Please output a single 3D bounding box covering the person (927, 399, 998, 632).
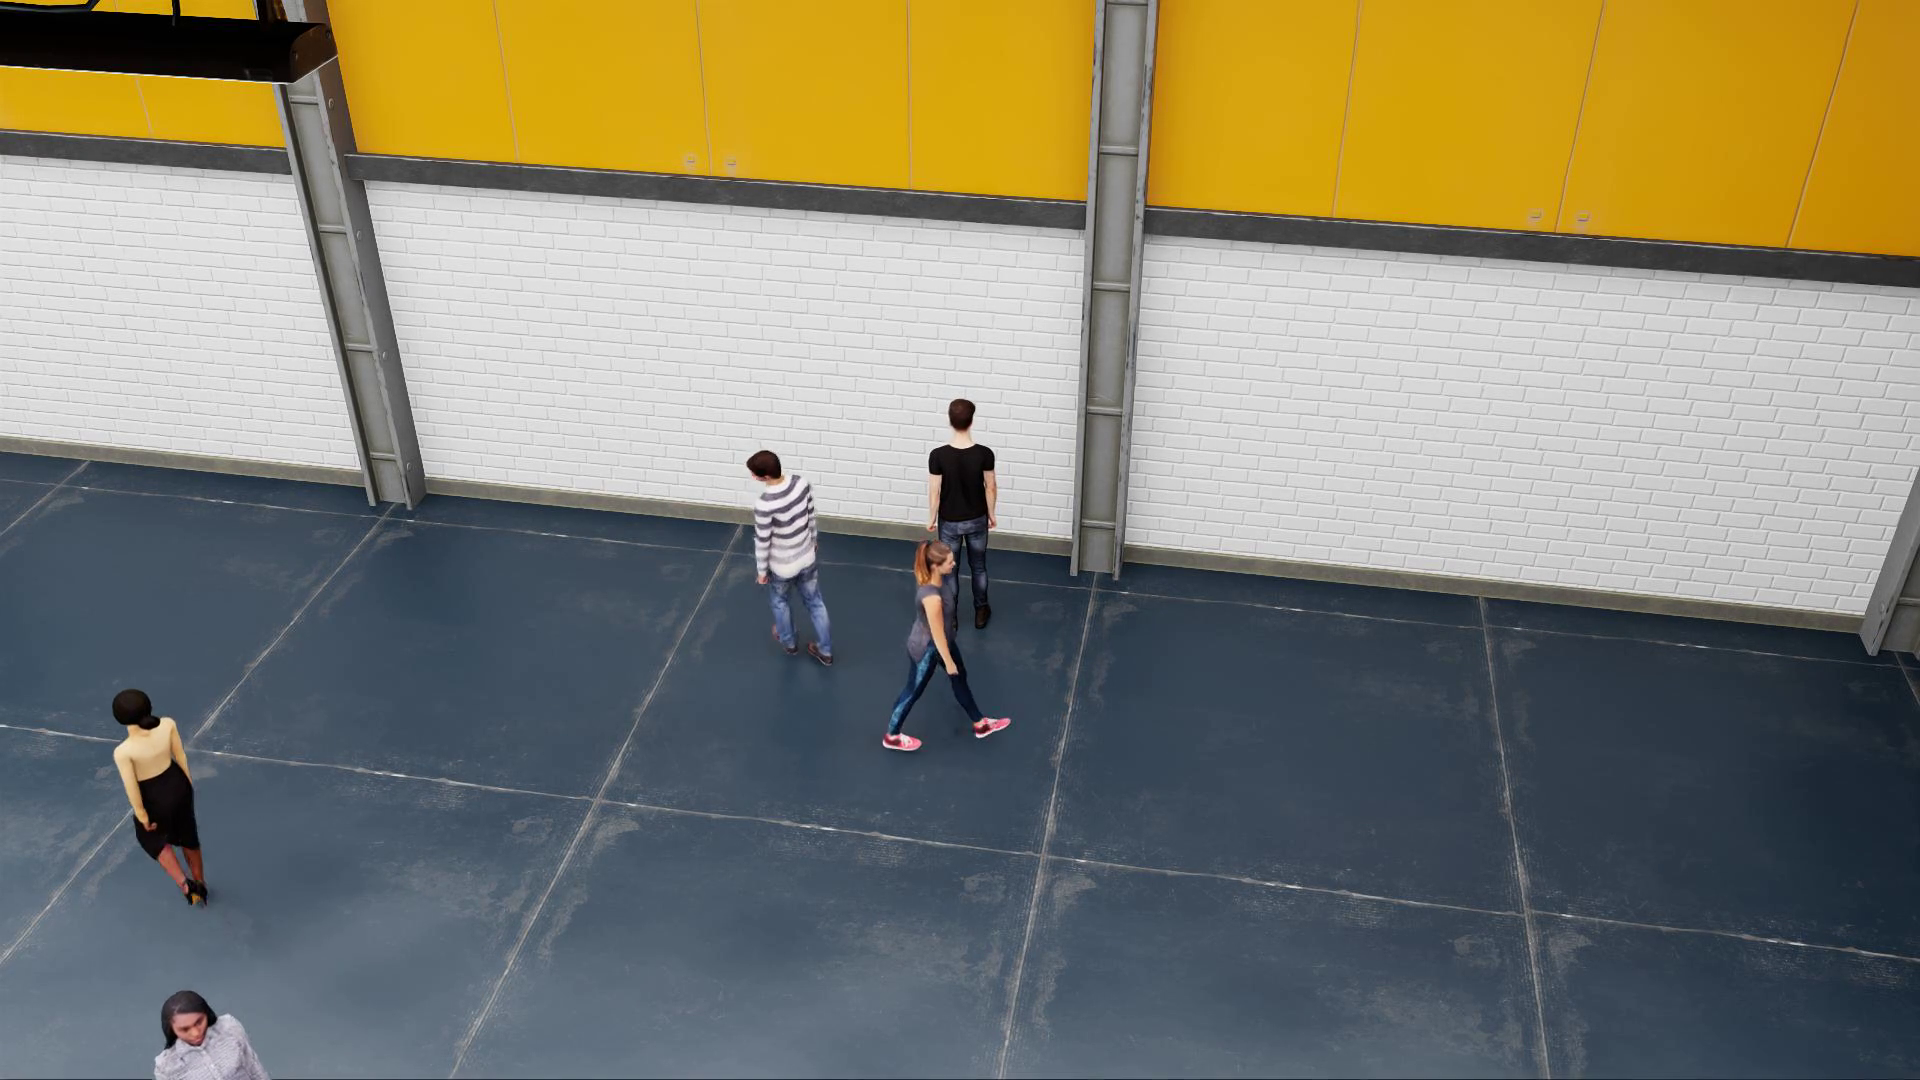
[{"bbox_3d":[0.025,-0.162,12.233,0.616,1.893,0.797,-3,34,-5],"label":"person"}]

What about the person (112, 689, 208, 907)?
[{"bbox_3d":[-4.669,1.571,9.853,0.786,1.643,0.720,23,40,30],"label":"person"}]

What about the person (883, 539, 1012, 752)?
[{"bbox_3d":[-0.284,0.741,11.066,1.148,1.681,0.719,0,34,-1],"label":"person"}]

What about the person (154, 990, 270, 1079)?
[{"bbox_3d":[-3.547,2.747,8.027,0.990,1.704,1.142,-27,42,-35],"label":"person"}]

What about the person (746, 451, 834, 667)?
[{"bbox_3d":[-1.200,0.158,11.831,0.920,1.807,0.978,-18,38,-25],"label":"person"}]
